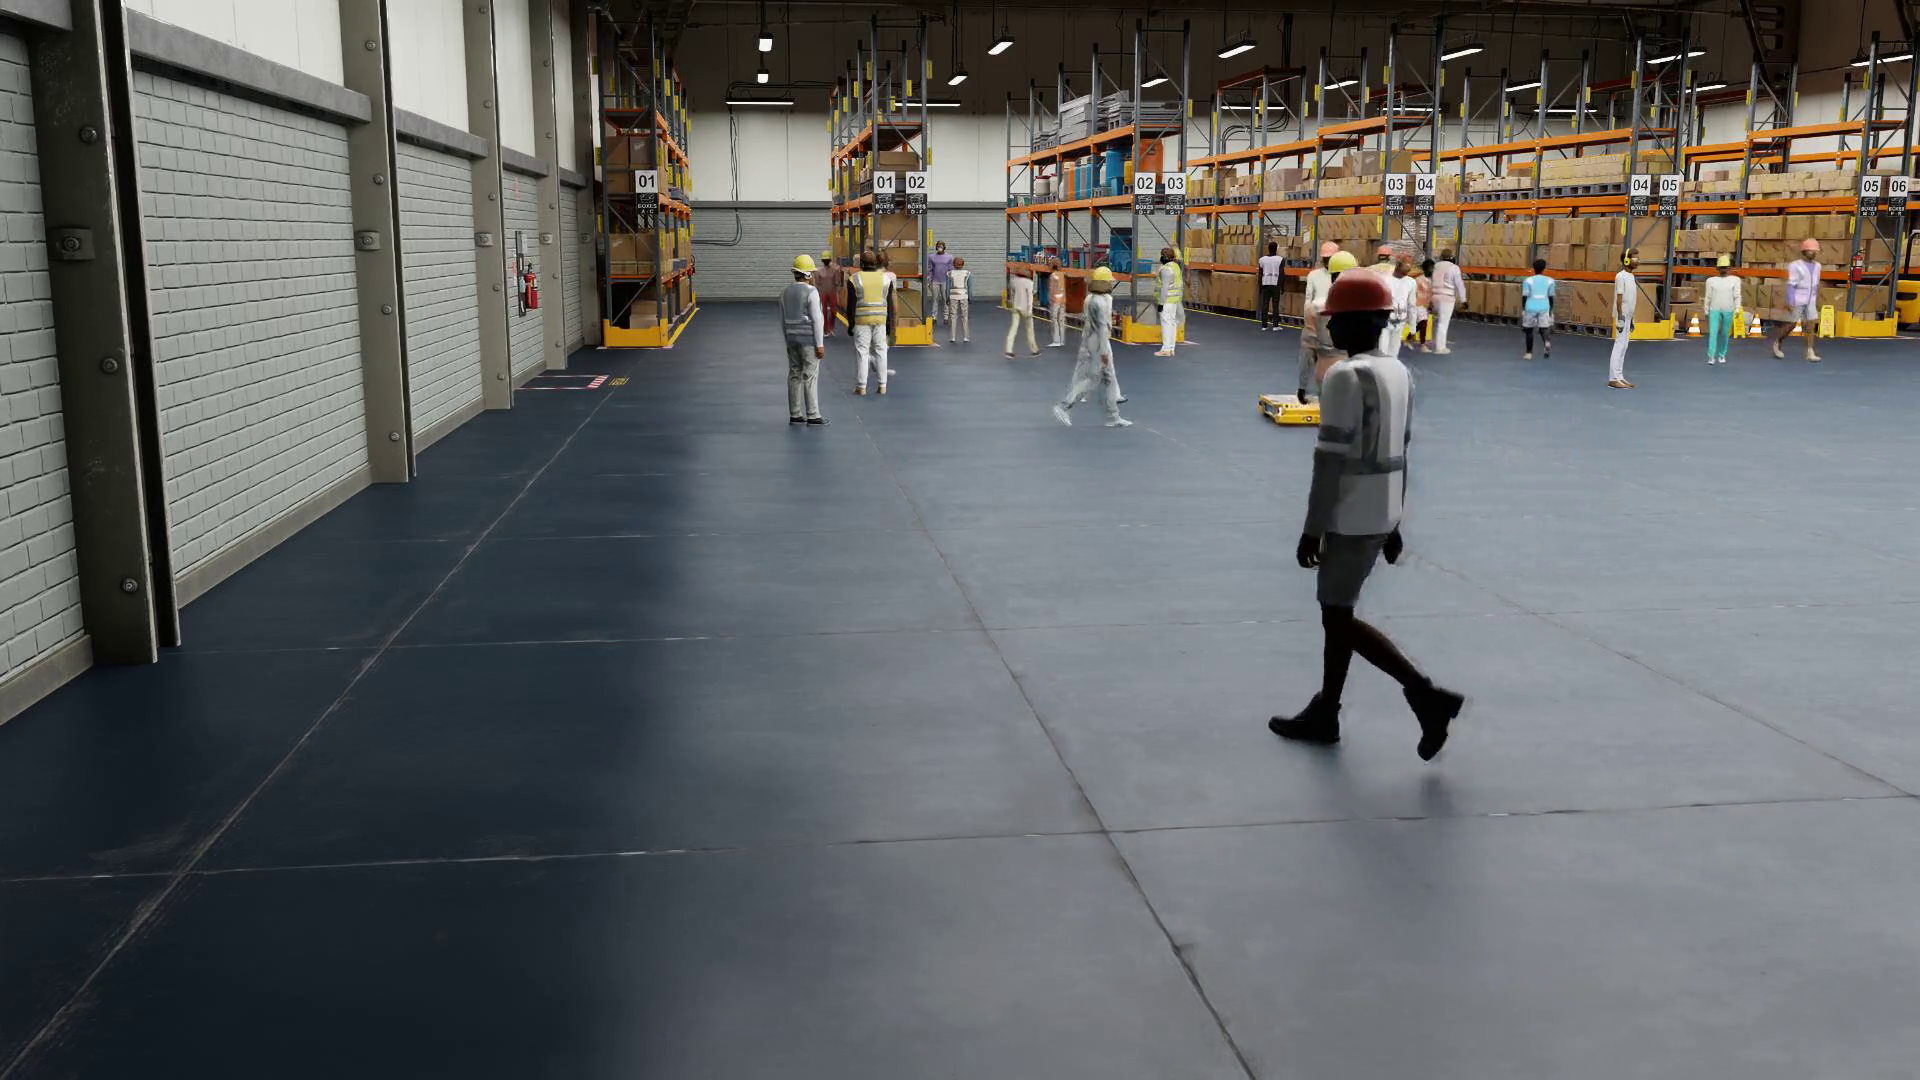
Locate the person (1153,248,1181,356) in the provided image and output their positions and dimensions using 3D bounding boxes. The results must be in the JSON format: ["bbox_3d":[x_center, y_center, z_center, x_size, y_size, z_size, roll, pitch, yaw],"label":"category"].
[{"bbox_3d":[3.516,-4.053,28.358,0.429,1.845,0.622,5,11,26],"label":"person"}]

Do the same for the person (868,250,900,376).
[{"bbox_3d":[-1.141,-3.278,24.136,0.524,1.833,0.613,8,13,36],"label":"person"}]

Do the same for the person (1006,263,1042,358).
[{"bbox_3d":[1.049,-3.859,27.980,0.516,1.583,0.852,9,14,40],"label":"person"}]

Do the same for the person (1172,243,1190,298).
[{"bbox_3d":[5.387,-6.468,41.506,0.650,1.878,0.811,-1,10,-3],"label":"person"}]

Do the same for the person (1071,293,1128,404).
[{"bbox_3d":[1.658,-2.441,20.209,0.524,1.583,0.880,-9,14,-41],"label":"person"}]

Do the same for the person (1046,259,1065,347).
[{"bbox_3d":[1.762,-4.358,30.661,0.320,1.615,0.605,6,12,30],"label":"person"}]

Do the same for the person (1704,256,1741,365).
[{"bbox_3d":[12.207,-3.686,26.659,0.523,1.726,0.869,4,11,23],"label":"person"}]

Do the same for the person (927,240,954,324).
[{"bbox_3d":[-0.449,-5.983,38.676,0.630,1.940,0.373,1,10,6],"label":"person"}]

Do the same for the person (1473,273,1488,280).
[{"bbox_3d":[15.898,-8.238,50.752,0.540,2.000,0.685,2,11,11],"label":"person"}]

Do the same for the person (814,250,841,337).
[{"bbox_3d":[-2.671,-4.951,33.538,0.546,1.747,0.546,-2,11,-10],"label":"person"}]

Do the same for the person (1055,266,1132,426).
[{"bbox_3d":[1.430,-2.055,17.724,0.795,1.714,0.487,0,10,0],"label":"person"}]

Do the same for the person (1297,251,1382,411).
[{"bbox_3d":[2.873,-1.240,12.736,0.612,1.908,0.650,-1,10,-5],"label":"person"}]

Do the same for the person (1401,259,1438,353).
[{"bbox_3d":[8.049,-4.116,29.222,0.549,1.653,0.760,-8,13,-36],"label":"person"}]

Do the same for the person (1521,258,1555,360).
[{"bbox_3d":[9.491,-3.773,27.273,0.542,1.684,0.566,0,10,1],"label":"person"}]

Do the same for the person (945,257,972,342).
[{"bbox_3d":[-0.024,-4.641,32.142,0.525,1.637,0.307,-1,10,-3],"label":"person"}]

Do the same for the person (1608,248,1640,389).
[{"bbox_3d":[8.960,-2.978,22.379,0.328,1.876,0.513,8,13,36],"label":"person"}]

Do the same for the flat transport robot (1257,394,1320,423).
[{"bbox_3d":[3.752,-1.472,18.517,0.652,0.197,1.431,0,10,1],"label":"flat transport robot"}]

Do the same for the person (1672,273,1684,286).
[{"bbox_3d":[19.189,-7.097,44.665,0.615,1.976,0.565,-2,11,-13],"label":"person"}]

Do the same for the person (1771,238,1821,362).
[{"bbox_3d":[13.798,-3.945,27.300,0.620,2.013,0.949,-2,11,-13],"label":"person"}]

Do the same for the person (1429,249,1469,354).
[{"bbox_3d":[8.530,-4.158,28.998,0.678,1.814,0.694,-6,12,-29],"label":"person"}]

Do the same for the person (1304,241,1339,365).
[{"bbox_3d":[4.785,-2.879,21.576,0.621,1.973,0.602,5,12,26],"label":"person"}]

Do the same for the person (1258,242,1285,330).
[{"bbox_3d":[6.776,-5.520,36.200,0.587,1.916,0.392,6,12,30],"label":"person"}]

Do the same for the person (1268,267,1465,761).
[{"bbox_3d":[1.604,-0.090,6.445,0.771,1.919,0.563,8,13,37],"label":"person"}]

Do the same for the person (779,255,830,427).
[{"bbox_3d":[-1.660,-2.131,17.850,0.586,1.833,0.403,9,14,41],"label":"person"}]

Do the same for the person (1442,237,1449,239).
[{"bbox_3d":[13.617,-7.490,46.685,0.629,2.020,0.528,4,11,23],"label":"person"}]

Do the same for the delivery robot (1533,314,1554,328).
[{"bbox_3d":[12.218,-4.674,35.035,0.477,0.478,0.707,-1,10,-7],"label":"delivery robot"}]

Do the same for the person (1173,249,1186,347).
[{"bbox_3d":[3.920,-4.440,30.581,0.428,1.803,0.596,7,13,34],"label":"person"}]

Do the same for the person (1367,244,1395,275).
[{"bbox_3d":[7.067,-4.003,27.915,0.551,1.913,0.810,5,11,23],"label":"person"}]

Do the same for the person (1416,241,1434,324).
[{"bbox_3d":[10.562,-5.855,37.952,0.636,1.945,0.712,-2,10,-9],"label":"person"}]

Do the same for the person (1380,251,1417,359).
[{"bbox_3d":[5.250,-2.584,20.273,0.599,1.848,0.480,-3,11,-18],"label":"person"}]

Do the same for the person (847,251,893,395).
[{"bbox_3d":[-1.173,-2.794,21.461,0.627,1.844,0.429,-4,11,-22],"label":"person"}]
